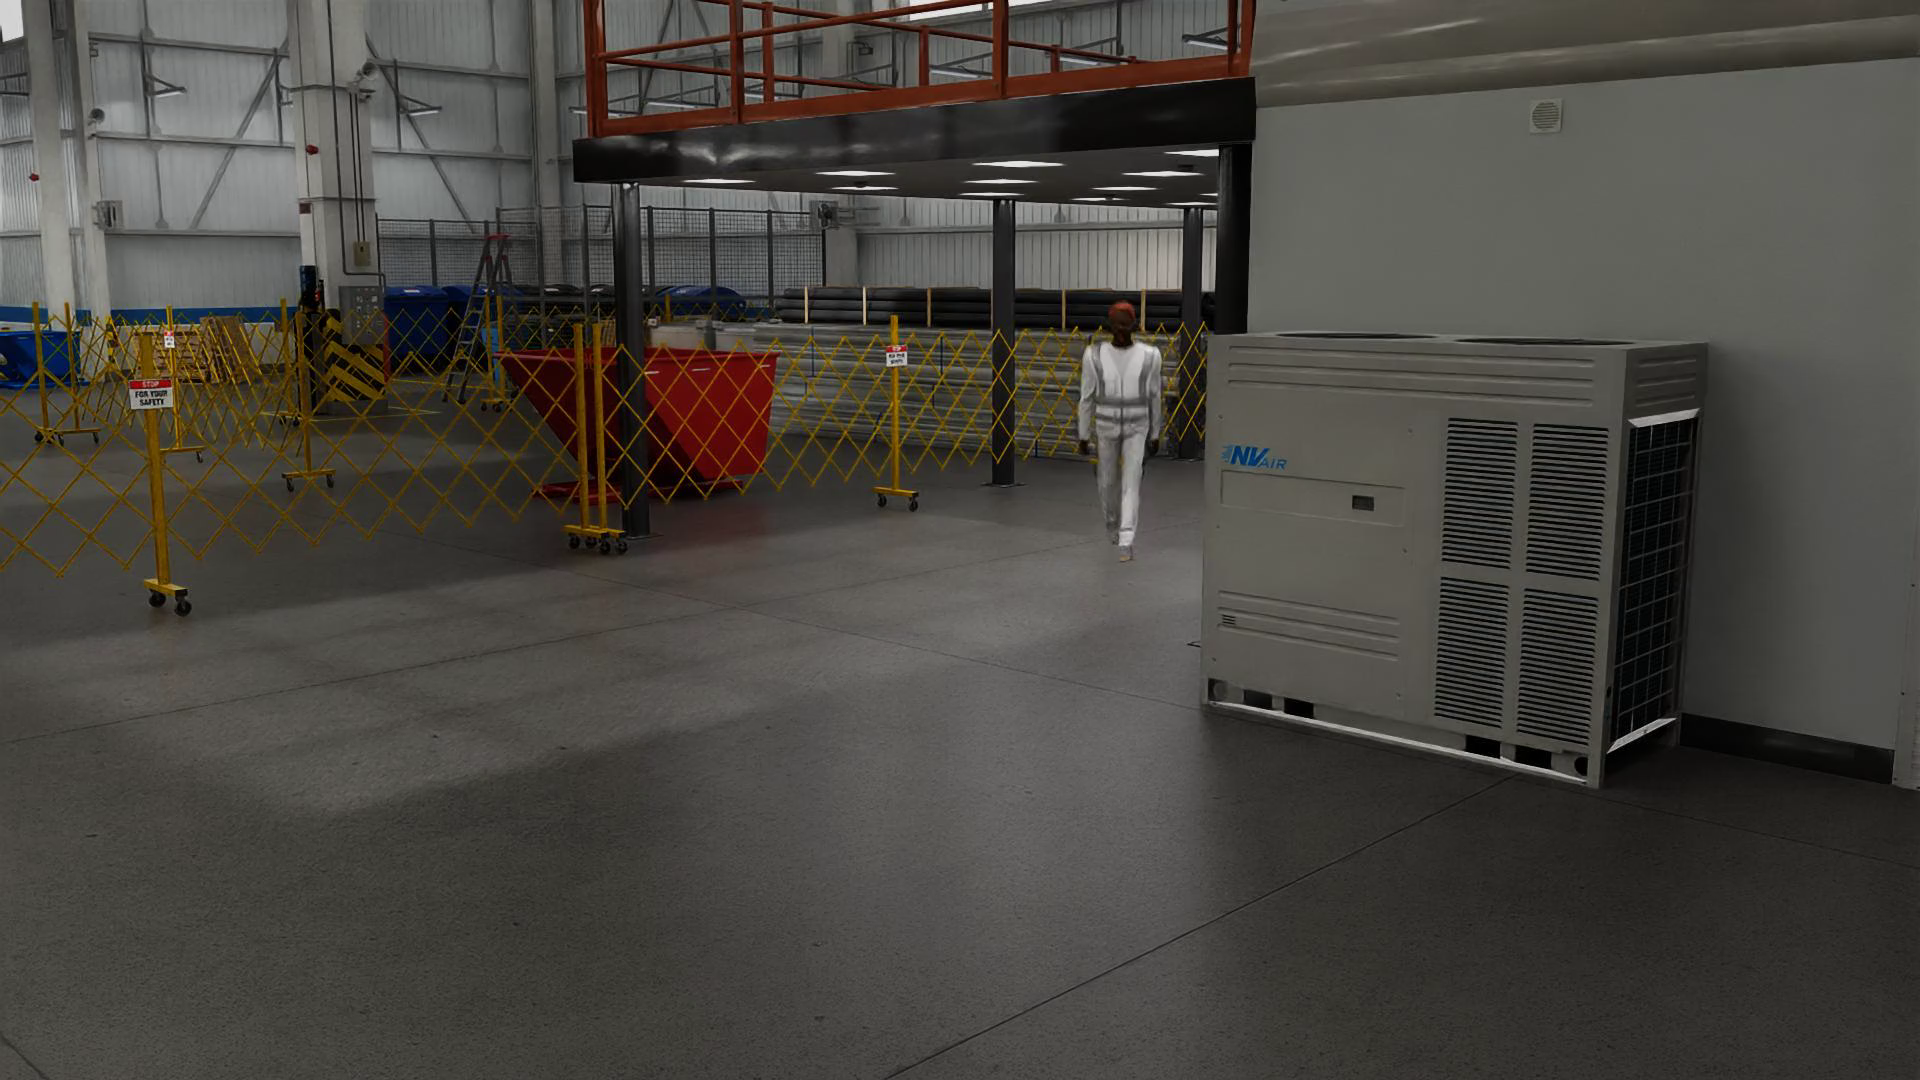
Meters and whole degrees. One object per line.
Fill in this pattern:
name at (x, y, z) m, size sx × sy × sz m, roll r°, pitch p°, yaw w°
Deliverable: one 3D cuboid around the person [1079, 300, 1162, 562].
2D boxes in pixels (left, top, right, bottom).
person at (1.165, -0.809, 12.061) m, size 0.587 × 1.860 × 0.824 m, roll 1°, pitch 9°, yaw 7°
